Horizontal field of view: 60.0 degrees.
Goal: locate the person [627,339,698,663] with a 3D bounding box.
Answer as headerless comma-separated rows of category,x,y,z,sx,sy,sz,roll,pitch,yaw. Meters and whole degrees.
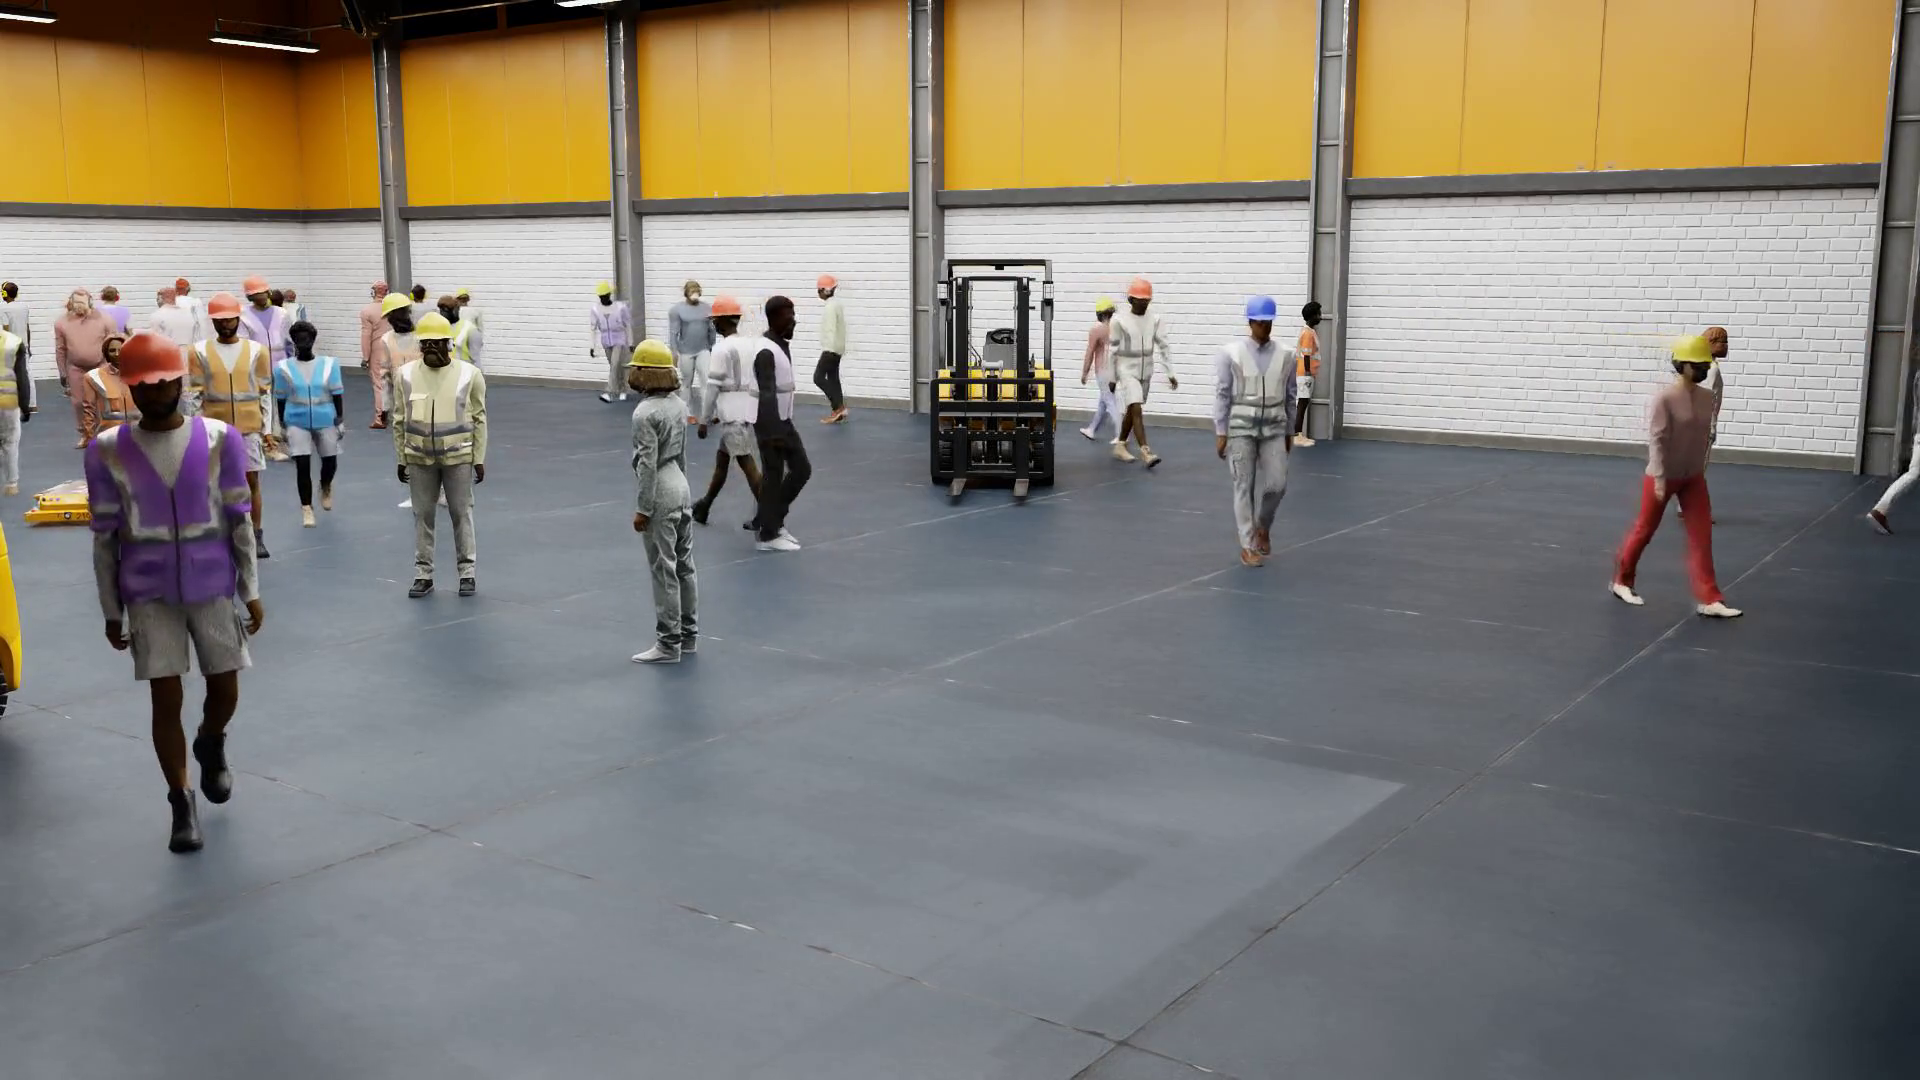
person,-1.626,-0.206,8.975,0.310,1.744,0.486,3,10,18

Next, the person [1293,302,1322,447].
person,4.047,-1.929,19.403,0.321,1.689,0.531,2,10,12

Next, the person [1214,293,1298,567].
person,2.094,-0.773,11.777,0.617,1.929,0.455,-1,10,-4

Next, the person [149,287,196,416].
person,-9.320,-2.040,19.575,1.000,1.849,0.667,4,10,24

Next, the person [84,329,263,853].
person,-2.921,0.172,6.213,0.561,1.918,0.557,-5,11,-26

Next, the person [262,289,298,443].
person,-7.954,-2.026,19.533,0.841,1.847,0.521,4,10,24

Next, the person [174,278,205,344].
person,-12.300,-3.213,26.460,0.574,1.887,0.356,-2,10,-13

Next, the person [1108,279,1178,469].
person,1.887,-1.752,17.497,0.643,1.976,1.087,-4,10,-21

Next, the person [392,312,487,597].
person,-3.350,-0.543,10.716,0.587,1.833,0.404,-1,10,-6

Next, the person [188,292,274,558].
person,-5.246,-0.811,12.005,0.553,1.935,0.375,-5,11,-25

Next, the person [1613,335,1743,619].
person,4.403,-0.396,10.201,0.541,1.716,0.925,-4,10,-20

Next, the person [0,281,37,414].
person,-13.311,-2.698,23.436,0.328,1.874,0.517,3,10,15

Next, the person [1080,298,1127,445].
person,1.697,-1.996,19.696,0.540,1.708,0.923,-7,12,-36

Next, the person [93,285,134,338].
person,-11.941,-2.670,23.431,0.568,1.822,0.736,-3,10,-20

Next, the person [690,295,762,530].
person,-1.893,-1.017,13.376,0.975,1.882,0.569,4,10,20

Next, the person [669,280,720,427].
person,-3.441,-2.414,21.656,0.660,1.894,0.963,-4,11,-25

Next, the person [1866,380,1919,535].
person,7.580,-0.813,13.004,0.815,1.602,0.503,0,10,-2

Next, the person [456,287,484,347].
person,-8.082,-3.276,27.280,0.529,1.732,0.845,-3,10,-17

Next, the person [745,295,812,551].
person,-1.352,-0.852,12.340,0.460,1.903,0.637,1,10,8

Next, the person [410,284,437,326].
person,-7.899,-2.847,24.473,0.534,1.831,0.951,-5,11,-28

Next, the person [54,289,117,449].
person,-9.962,-1.947,19.057,0.664,1.847,0.649,-3,10,-15

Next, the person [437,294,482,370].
person,-5.311,-1.670,17.484,0.642,1.827,0.764,3,10,17

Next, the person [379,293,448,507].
person,-4.705,-1.200,14.510,0.704,1.887,0.334,1,10,8

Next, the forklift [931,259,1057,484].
forklift,0.370,-1.738,16.759,1.214,2.155,2.313,1,10,3

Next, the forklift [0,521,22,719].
forklift,-5.296,-0.090,6.943,1.214,2.155,2.313,7,12,35

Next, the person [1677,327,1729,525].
person,6.128,-0.938,13.693,0.286,1.625,0.496,2,10,11

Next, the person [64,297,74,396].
person,-13.994,-3.064,26.441,0.811,1.596,0.507,4,10,22

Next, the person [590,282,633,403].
person,-5.344,-3.022,25.480,0.594,1.837,1.073,2,10,10

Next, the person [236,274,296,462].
person,-7.313,-1.793,17.631,0.635,2.010,0.774,-7,12,-35

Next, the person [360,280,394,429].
person,-7.441,-2.387,21.474,0.406,1.911,0.637,9,13,43

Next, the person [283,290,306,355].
person,-12.482,-3.856,31.080,0.526,1.628,0.326,-2,10,-11

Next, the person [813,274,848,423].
person,-1.735,-2.521,22.056,0.442,1.976,0.652,0,10,2

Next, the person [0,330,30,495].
person,-8.745,-1.243,15.005,0.639,1.799,0.971,-5,11,-28

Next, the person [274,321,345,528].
person,-5.336,-0.961,13.660,0.541,1.682,0.570,-4,10,-24

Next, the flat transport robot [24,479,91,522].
flat transport robot,-7.433,-0.357,14.252,0.652,0.197,1.431,-2,10,-12

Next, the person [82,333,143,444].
person,-6.146,-0.702,12.236,0.522,1.638,0.311,-7,12,-35
